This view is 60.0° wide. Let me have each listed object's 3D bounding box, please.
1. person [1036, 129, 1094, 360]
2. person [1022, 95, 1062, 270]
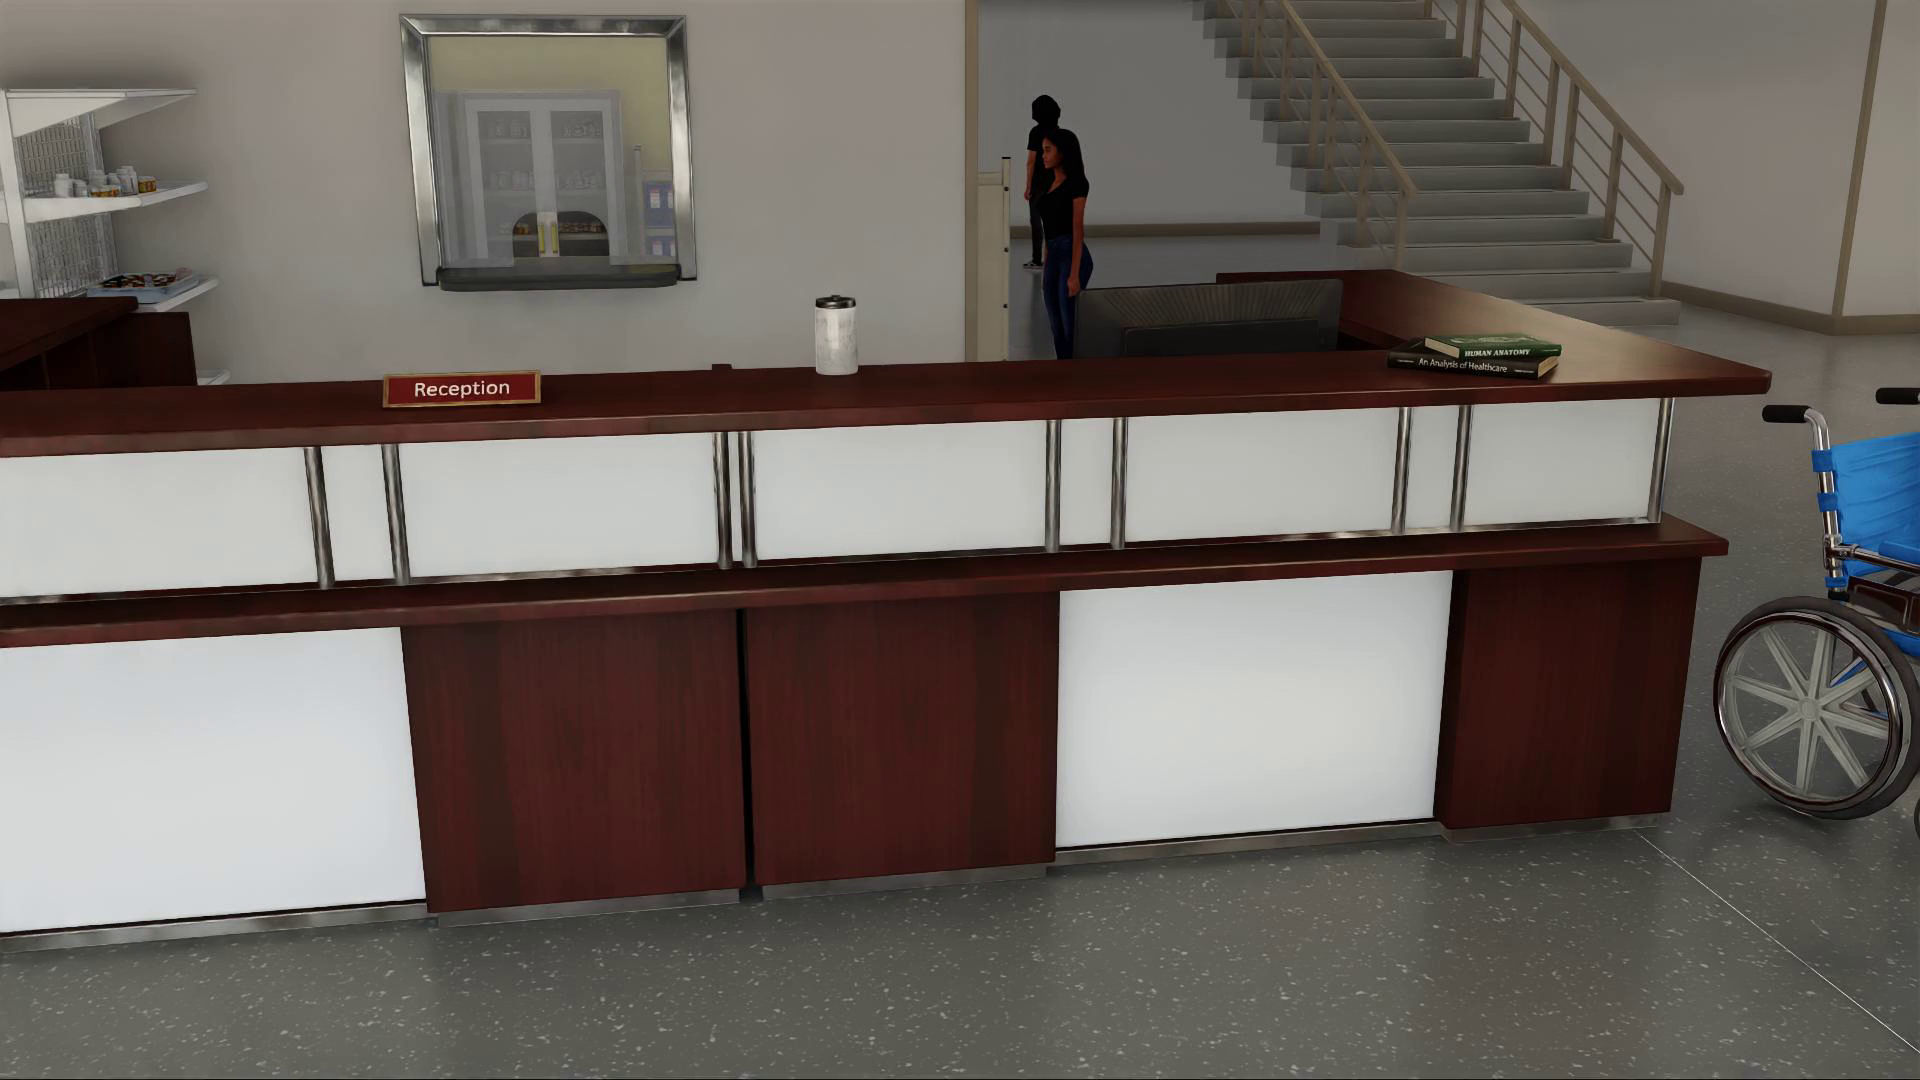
[{"bbox_3d":[0.667,-1.658,10.295,0.684,1.735,0.558,-7,17,-25],"label":"person"},{"bbox_3d":[0.914,-3.846,17.867,0.710,1.824,0.700,-12,20,-36],"label":"person"}]
